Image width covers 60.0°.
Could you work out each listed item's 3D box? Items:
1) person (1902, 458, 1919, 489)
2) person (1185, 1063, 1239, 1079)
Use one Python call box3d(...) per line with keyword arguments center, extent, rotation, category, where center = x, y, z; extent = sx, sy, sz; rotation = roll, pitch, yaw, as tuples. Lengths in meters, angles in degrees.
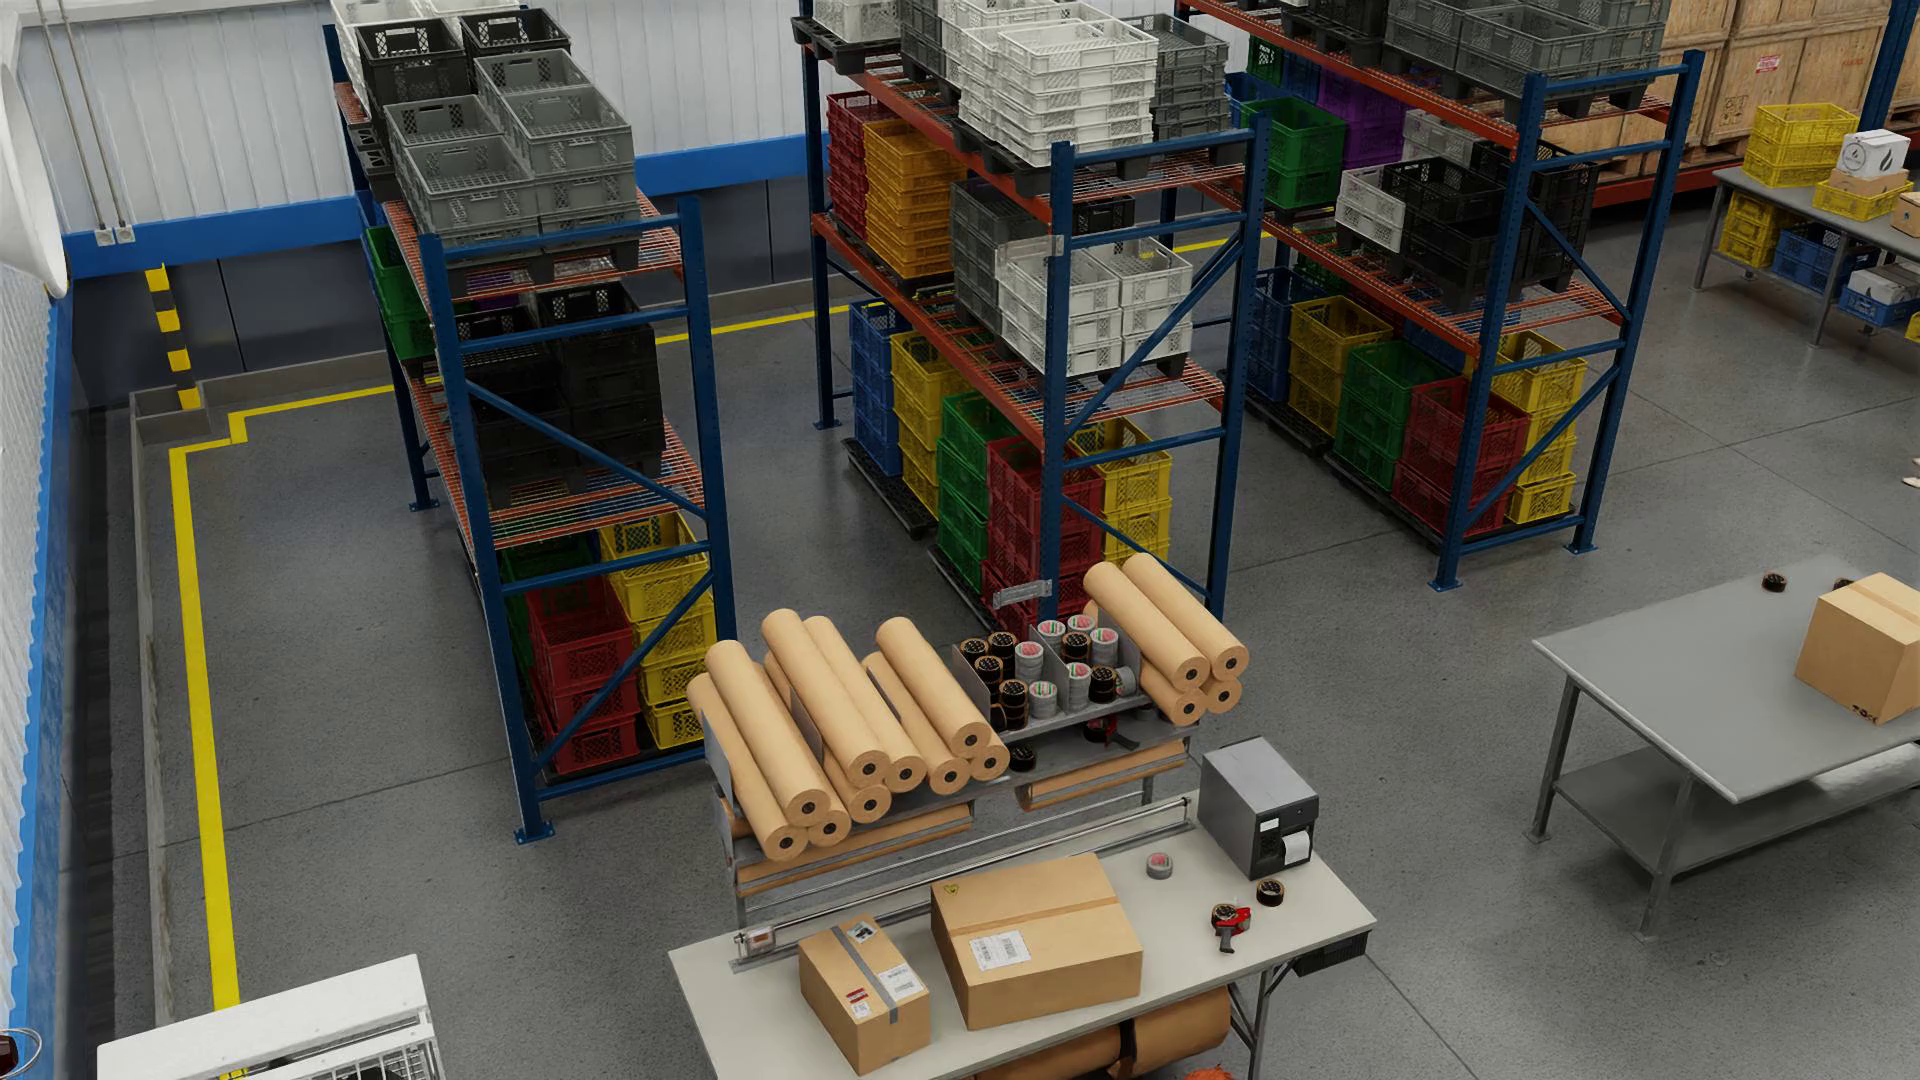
box3d(center=(6.299, -1.136, 10.386), extent=(0.329, 1.767, 0.525), rotation=(24, 39, 34), category="person")
box3d(center=(0.686, 2.221, 4.825), extent=(0.356, 1.882, 0.571), rotation=(27, 40, 36), category="person")
